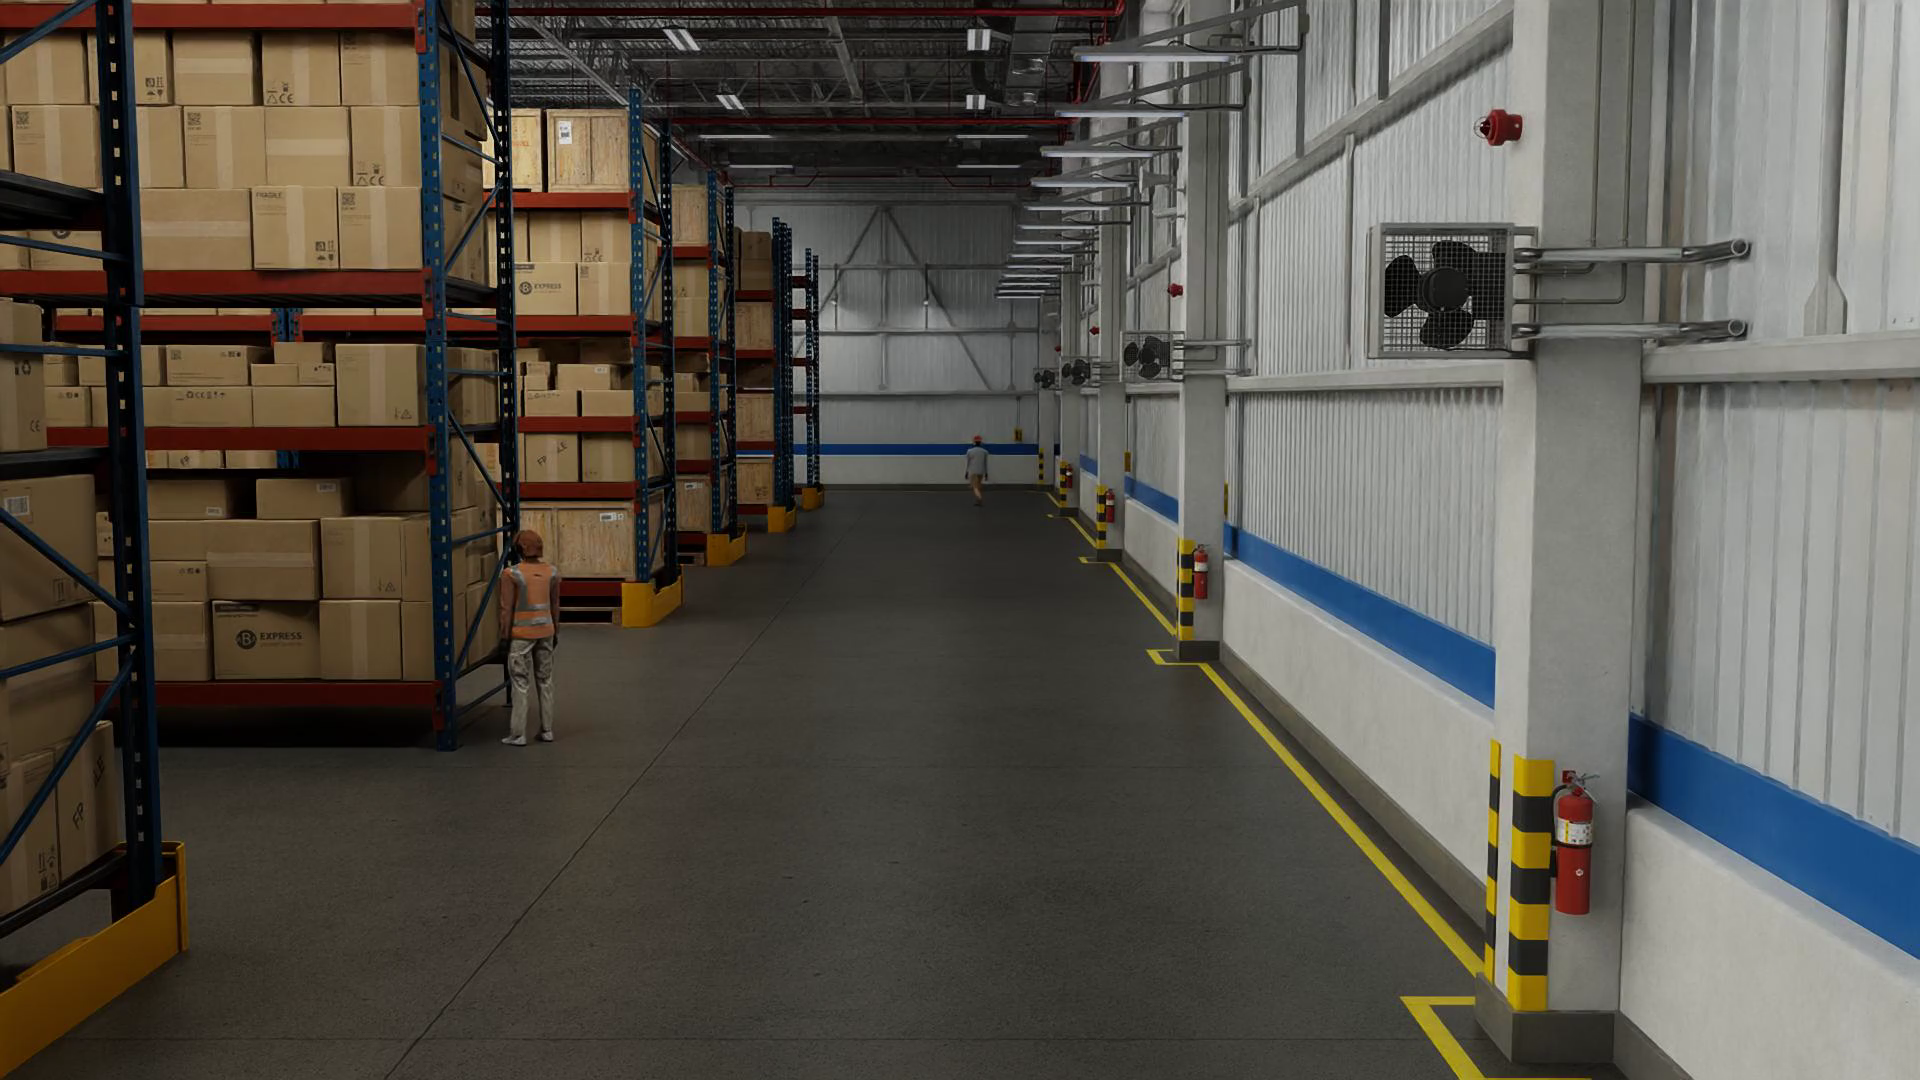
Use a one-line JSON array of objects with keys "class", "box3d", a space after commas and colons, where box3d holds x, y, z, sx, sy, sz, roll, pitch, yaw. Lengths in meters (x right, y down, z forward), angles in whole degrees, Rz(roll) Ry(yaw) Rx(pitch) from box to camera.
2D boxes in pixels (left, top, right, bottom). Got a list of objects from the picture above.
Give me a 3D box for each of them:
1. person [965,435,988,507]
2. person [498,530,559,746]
[{"class": "person", "box3d": [0.415, -1.637, 39.552, 0.577, 1.737, 0.577, -2, 5, -22]}, {"class": "person", "box3d": [-3.240, 0.734, 12.555, 0.324, 1.630, 0.524, 4, 6, 39]}]
